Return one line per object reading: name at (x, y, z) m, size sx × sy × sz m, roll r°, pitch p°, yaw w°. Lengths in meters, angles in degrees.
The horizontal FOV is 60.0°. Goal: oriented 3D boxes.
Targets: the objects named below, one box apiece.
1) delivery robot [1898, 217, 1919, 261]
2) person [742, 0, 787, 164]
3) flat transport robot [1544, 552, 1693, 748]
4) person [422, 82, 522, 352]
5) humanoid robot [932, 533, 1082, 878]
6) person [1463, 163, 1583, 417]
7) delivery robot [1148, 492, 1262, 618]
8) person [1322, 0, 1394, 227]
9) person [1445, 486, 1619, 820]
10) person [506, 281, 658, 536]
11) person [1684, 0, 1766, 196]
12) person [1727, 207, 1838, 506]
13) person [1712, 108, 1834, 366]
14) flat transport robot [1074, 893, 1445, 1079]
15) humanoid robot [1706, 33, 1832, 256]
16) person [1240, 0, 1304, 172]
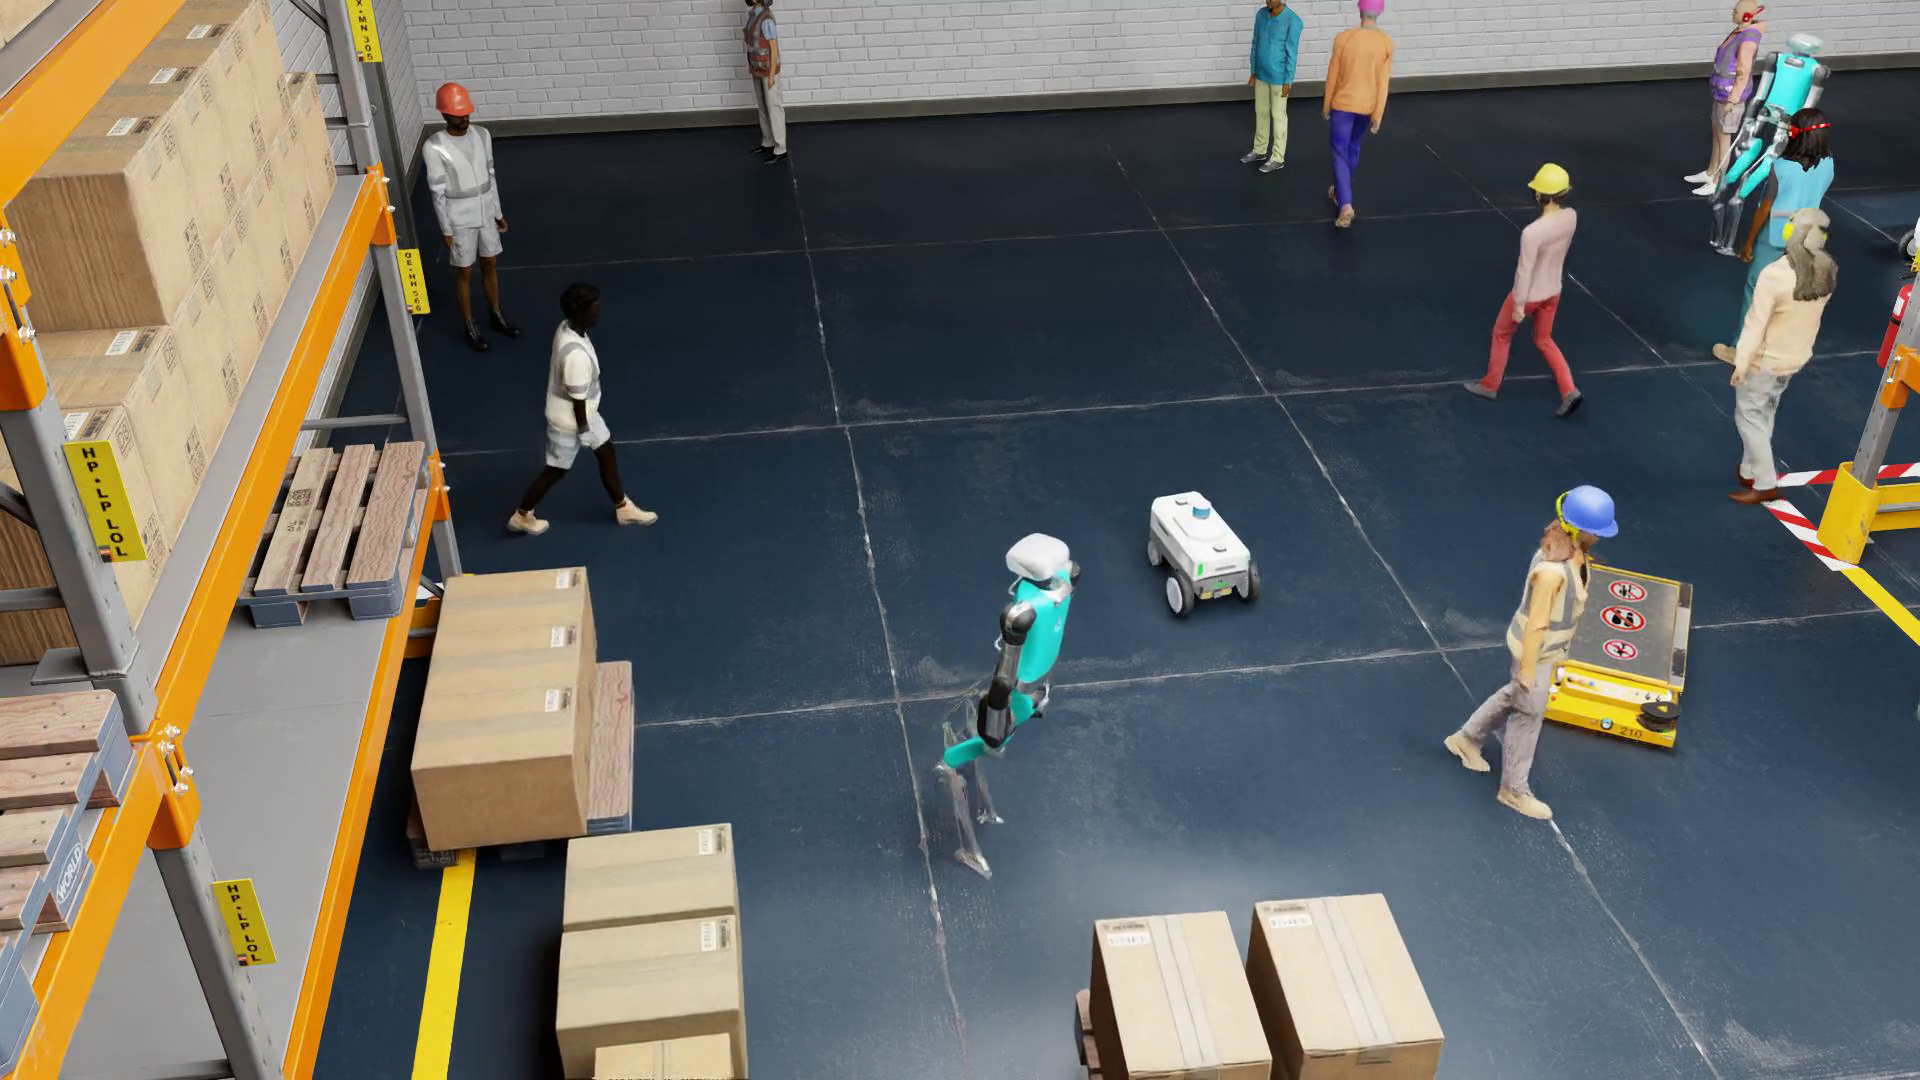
delivery robot at (8.006, -2.418, 13.270) m, size 0.739 × 0.566 × 0.499 m, roll -5°, pitch 33°, yaw -7°
person at (-1.786, -4.275, 15.100) m, size 0.300 × 1.688 × 0.452 m, roll -16°, pitch 37°, yaw -23°
flat transport robot at (3.566, 0.559, 8.995) m, size 0.659 × 0.231 × 1.431 m, roll 13°, pitch 35°, yaw 19°
person at (-3.476, -2.304, 11.859) m, size 0.354 × 1.938 × 0.542 m, roll 24°, pitch 40°, yaw 32°
humanoid robot at (0.107, 0.692, 7.446) m, size 0.797 × 1.762 × 0.535 m, roll 19°, pitch 37°, yaw 26°
person at (3.855, -1.636, 11.013) m, size 0.525 × 1.735 × 0.765 m, roll -19°, pitch 38°, yaw -27°
delivery robot at (1.368, 0.064, 9.509) m, size 0.499 × 0.612 × 0.816 m, roll -10°, pitch 34°, yaw -15°
person at (3.310, -3.604, 13.855) m, size 0.520 × 1.936 × 0.968 m, roll -2°, pitch 33°, yaw -3°
person at (2.657, 0.482, 7.769) m, size 0.571 × 1.777 × 0.499 m, roll 19°, pitch 38°, yaw 27°
person at (-2.325, -0.745, 9.738) m, size 0.873 × 1.635 × 0.531 m, roll -4°, pitch 33°, yaw -6°
person at (6.657, -3.837, 14.428) m, size 0.342 × 1.692 × 0.493 m, roll 6°, pitch 34°, yaw 9°
person at (4.975, -1.086, 10.078) m, size 0.591 × 1.846 × 0.520 m, roll -12°, pitch 35°, yaw -17°
person at (5.723, -2.088, 11.603) m, size 0.508 × 1.860 × 0.390 m, roll -8°, pitch 34°, yaw -12°
flat transport robot at (1.101, 2.280, 6.359) m, size 0.659 × 0.231 × 1.431 m, roll -3°, pitch 33°, yaw -5°
humanoid robot at (6.321, -3.079, 13.257) m, size 0.823 × 1.795 × 0.550 m, roll -21°, pitch 38°, yaw -28°
person at (2.785, -4.194, 14.932) m, size 0.348 × 1.744 × 0.555 m, roll -20°, pitch 38°, yaw -28°
